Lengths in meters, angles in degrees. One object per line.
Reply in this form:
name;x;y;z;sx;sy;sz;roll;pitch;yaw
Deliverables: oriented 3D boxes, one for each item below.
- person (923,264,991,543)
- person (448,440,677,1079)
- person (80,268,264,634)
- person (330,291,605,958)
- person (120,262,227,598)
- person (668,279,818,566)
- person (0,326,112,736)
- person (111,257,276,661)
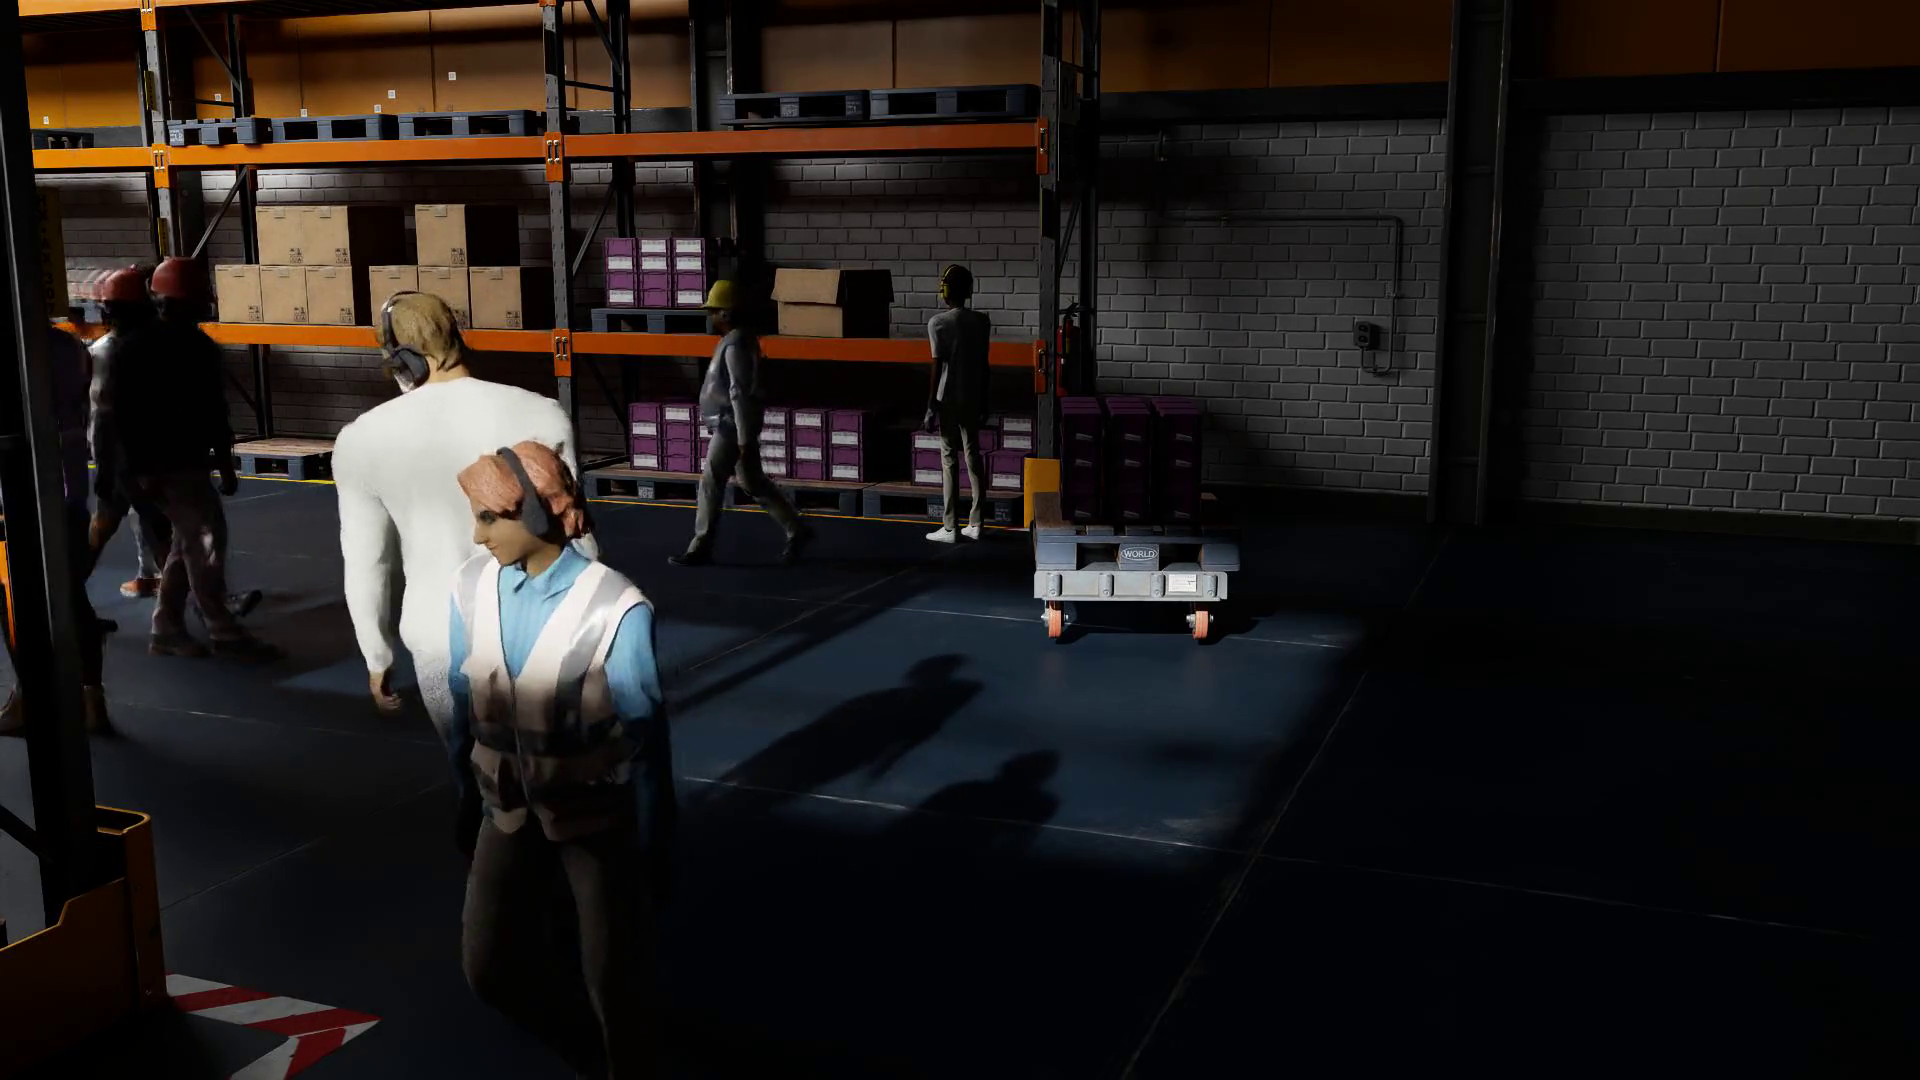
person;-0.020;-0.912;11.219;0.508;1.872;0.329;-7;13;-36
person;-0.816;0.591;3.495;0.589;1.627;0.392;4;11;22
person;-4.228;-0.444;8.569;1.045;1.877;0.561;-3;11;-18
person;-1.304;0.278;4.525;0.707;1.894;0.427;-4;11;-21
person;-4.545;-0.616;9.491;0.606;1.911;0.651;3;11;15
person;-1.353;-0.722;10.370;0.889;1.802;0.590;0;10;-1
person;-3.781;-0.188;6.747;0.561;2.020;0.660;2;10;9
person;-3.685;-0.363;7.949;0.658;1.955;0.661;1;10;8
